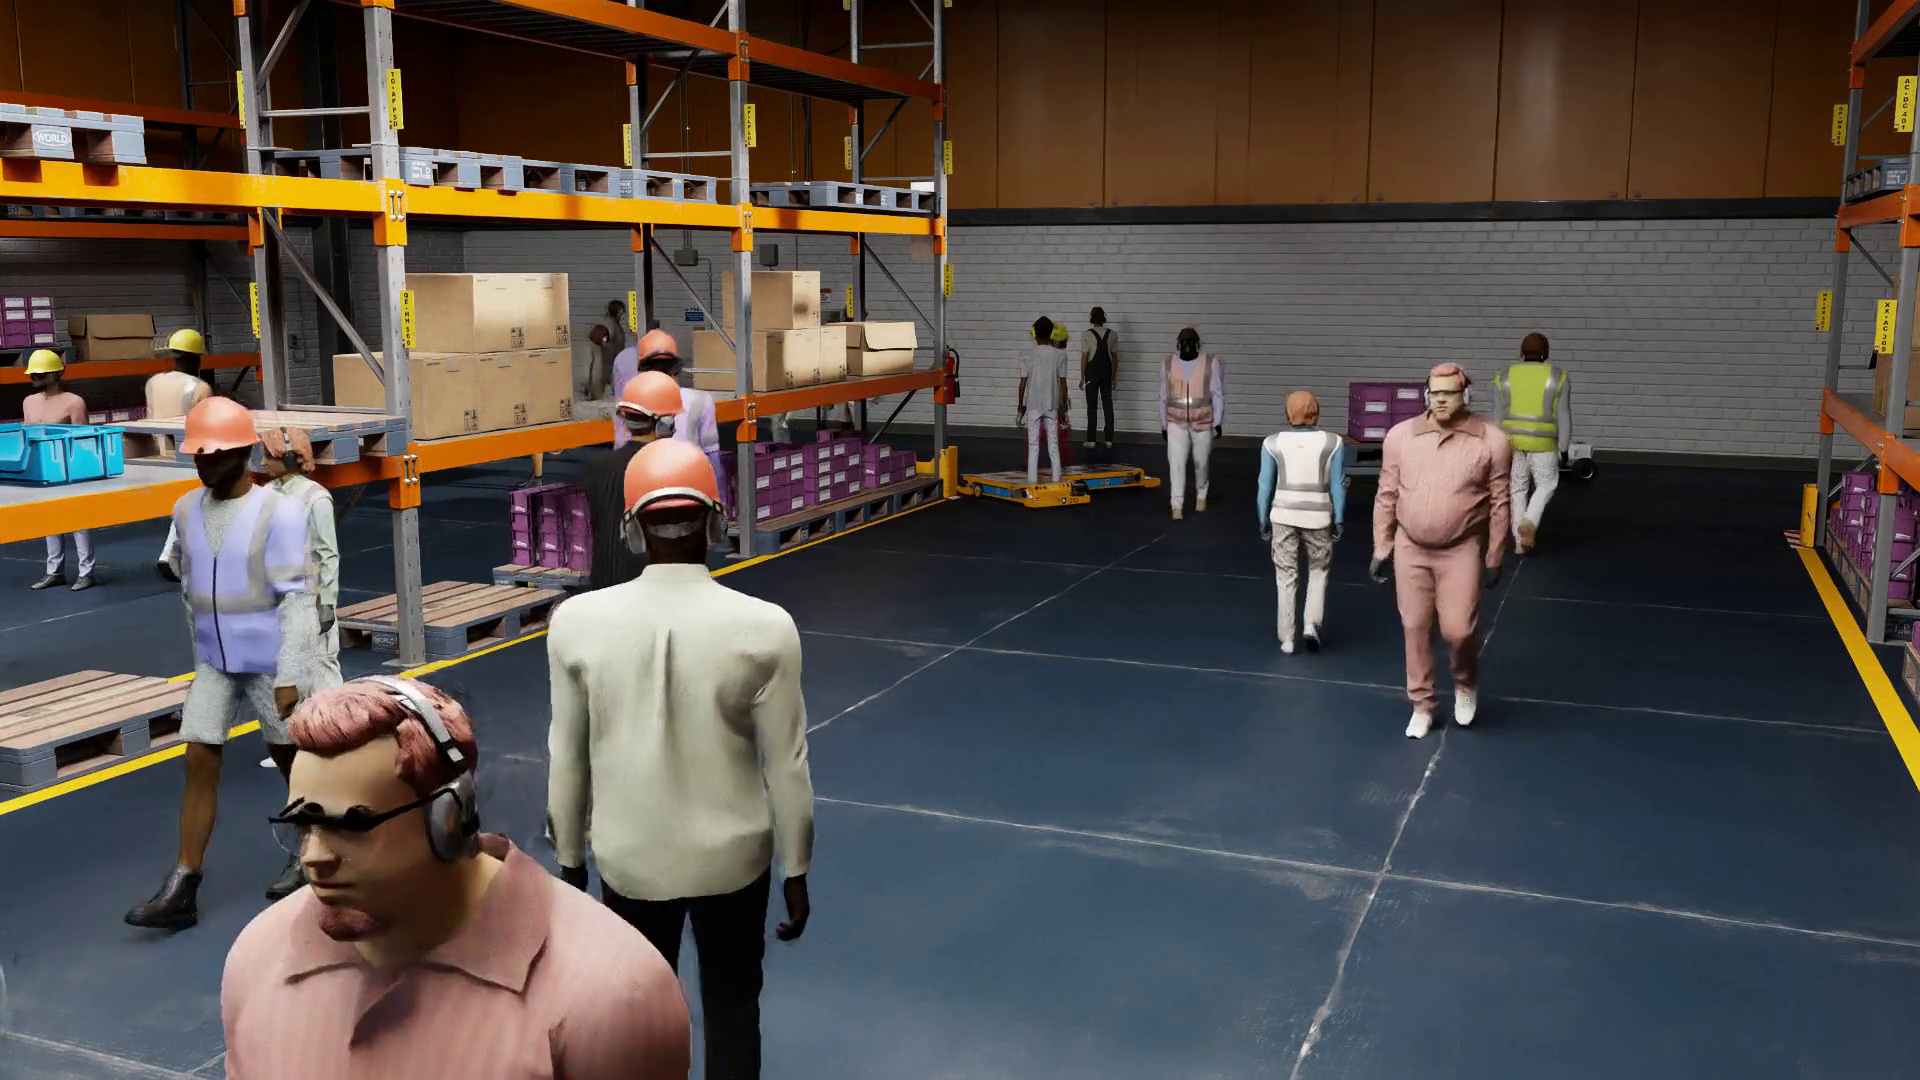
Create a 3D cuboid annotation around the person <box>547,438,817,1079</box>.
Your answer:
[{"bbox_3d":[-0.650,0.752,3.896,0.642,1.969,0.601,0,9,0],"label":"person"}]

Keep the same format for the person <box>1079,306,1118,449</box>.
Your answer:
[{"bbox_3d":[1.792,-2.104,21.594,0.505,1.842,0.345,-2,10,-15],"label":"person"}]

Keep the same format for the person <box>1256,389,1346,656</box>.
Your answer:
[{"bbox_3d":[2.071,-0.104,10.126,0.538,1.621,0.389,2,10,15],"label":"person"}]

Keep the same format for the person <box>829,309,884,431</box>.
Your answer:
[{"bbox_3d":[-1.161,-1.653,18.563,0.511,1.938,0.649,-9,13,-43],"label":"person"}]

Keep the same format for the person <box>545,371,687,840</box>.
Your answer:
[{"bbox_3d":[-1.357,0.266,6.973,0.607,1.944,1.056,5,10,26],"label":"person"}]

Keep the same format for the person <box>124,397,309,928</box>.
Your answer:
[{"bbox_3d":[-2.636,0.447,5.963,0.559,1.895,0.903,2,10,13],"label":"person"}]

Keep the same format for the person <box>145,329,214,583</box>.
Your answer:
[{"bbox_3d":[-5.644,-0.585,12.177,0.599,1.905,0.430,3,10,20],"label":"person"}]

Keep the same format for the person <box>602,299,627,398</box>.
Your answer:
[{"bbox_3d":[-4.697,-2.297,22.548,0.487,1.923,0.634,-1,9,-3],"label":"person"}]

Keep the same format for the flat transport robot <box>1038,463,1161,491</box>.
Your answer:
[{"bbox_3d":[1.354,-0.651,17.536,1.431,0.197,0.652,-6,11,-31],"label":"flat transport robot"}]

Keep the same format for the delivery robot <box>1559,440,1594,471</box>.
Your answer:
[{"bbox_3d":[6.560,-0.961,18.272,0.707,0.478,0.477,0,9,-1],"label":"delivery robot"}]

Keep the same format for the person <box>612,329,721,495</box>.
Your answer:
[{"bbox_3d":[-1.738,-0.252,9.925,0.620,2.004,1.007,-1,9,-8],"label":"person"}]

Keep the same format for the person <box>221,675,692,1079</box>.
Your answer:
[{"bbox_3d":[-0.659,1.090,2.074,0.674,1.888,0.428,3,10,19],"label":"person"}]

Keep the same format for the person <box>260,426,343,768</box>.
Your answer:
[{"bbox_3d":[-3.067,0.285,7.736,0.515,1.636,0.314,7,12,36],"label":"person"}]

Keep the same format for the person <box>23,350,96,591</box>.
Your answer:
[{"bbox_3d":[-6.583,-0.501,12.114,0.535,1.766,0.317,2,10,11],"label":"person"}]

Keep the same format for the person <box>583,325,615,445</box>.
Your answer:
[{"bbox_3d":[-4.671,-2.012,21.781,0.807,1.584,0.522,3,10,16],"label":"person"}]

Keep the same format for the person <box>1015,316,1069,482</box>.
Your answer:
[{"bbox_3d":[0.818,-1.284,16.538,0.536,1.869,0.312,-1,9,-7],"label":"person"}]

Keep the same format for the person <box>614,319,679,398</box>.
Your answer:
[{"bbox_3d":[-2.862,-1.136,15.633,0.671,1.871,0.852,5,11,29],"label":"person"}]

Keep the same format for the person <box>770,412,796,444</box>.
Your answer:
[{"bbox_3d":[-2.041,-1.621,19.004,0.390,1.725,0.547,-3,10,-17],"label":"person"}]

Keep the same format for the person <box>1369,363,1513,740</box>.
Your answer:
[{"bbox_3d":[2.390,0.059,8.333,0.646,1.892,0.448,5,11,29],"label":"person"}]

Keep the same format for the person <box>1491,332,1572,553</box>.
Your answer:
[{"bbox_3d":[4.643,-0.774,13.567,0.647,1.828,0.529,6,11,33],"label":"person"}]

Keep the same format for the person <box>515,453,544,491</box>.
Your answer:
[{"bbox_3d":[-4.537,-1.469,17.443,0.352,1.942,0.545,-2,10,-12],"label":"person"}]

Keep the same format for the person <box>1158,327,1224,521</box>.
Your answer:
[{"bbox_3d":[2.188,-1.114,15.752,0.637,1.805,0.959,2,10,13],"label":"person"}]

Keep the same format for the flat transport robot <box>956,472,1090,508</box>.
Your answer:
[{"bbox_3d":[0.620,-0.524,16.767,0.652,0.197,1.431,-6,11,-33],"label":"flat transport robot"}]

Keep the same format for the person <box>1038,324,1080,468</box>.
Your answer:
[{"bbox_3d":[1.126,-1.534,18.523,0.756,1.714,0.516,-1,9,-4],"label":"person"}]
